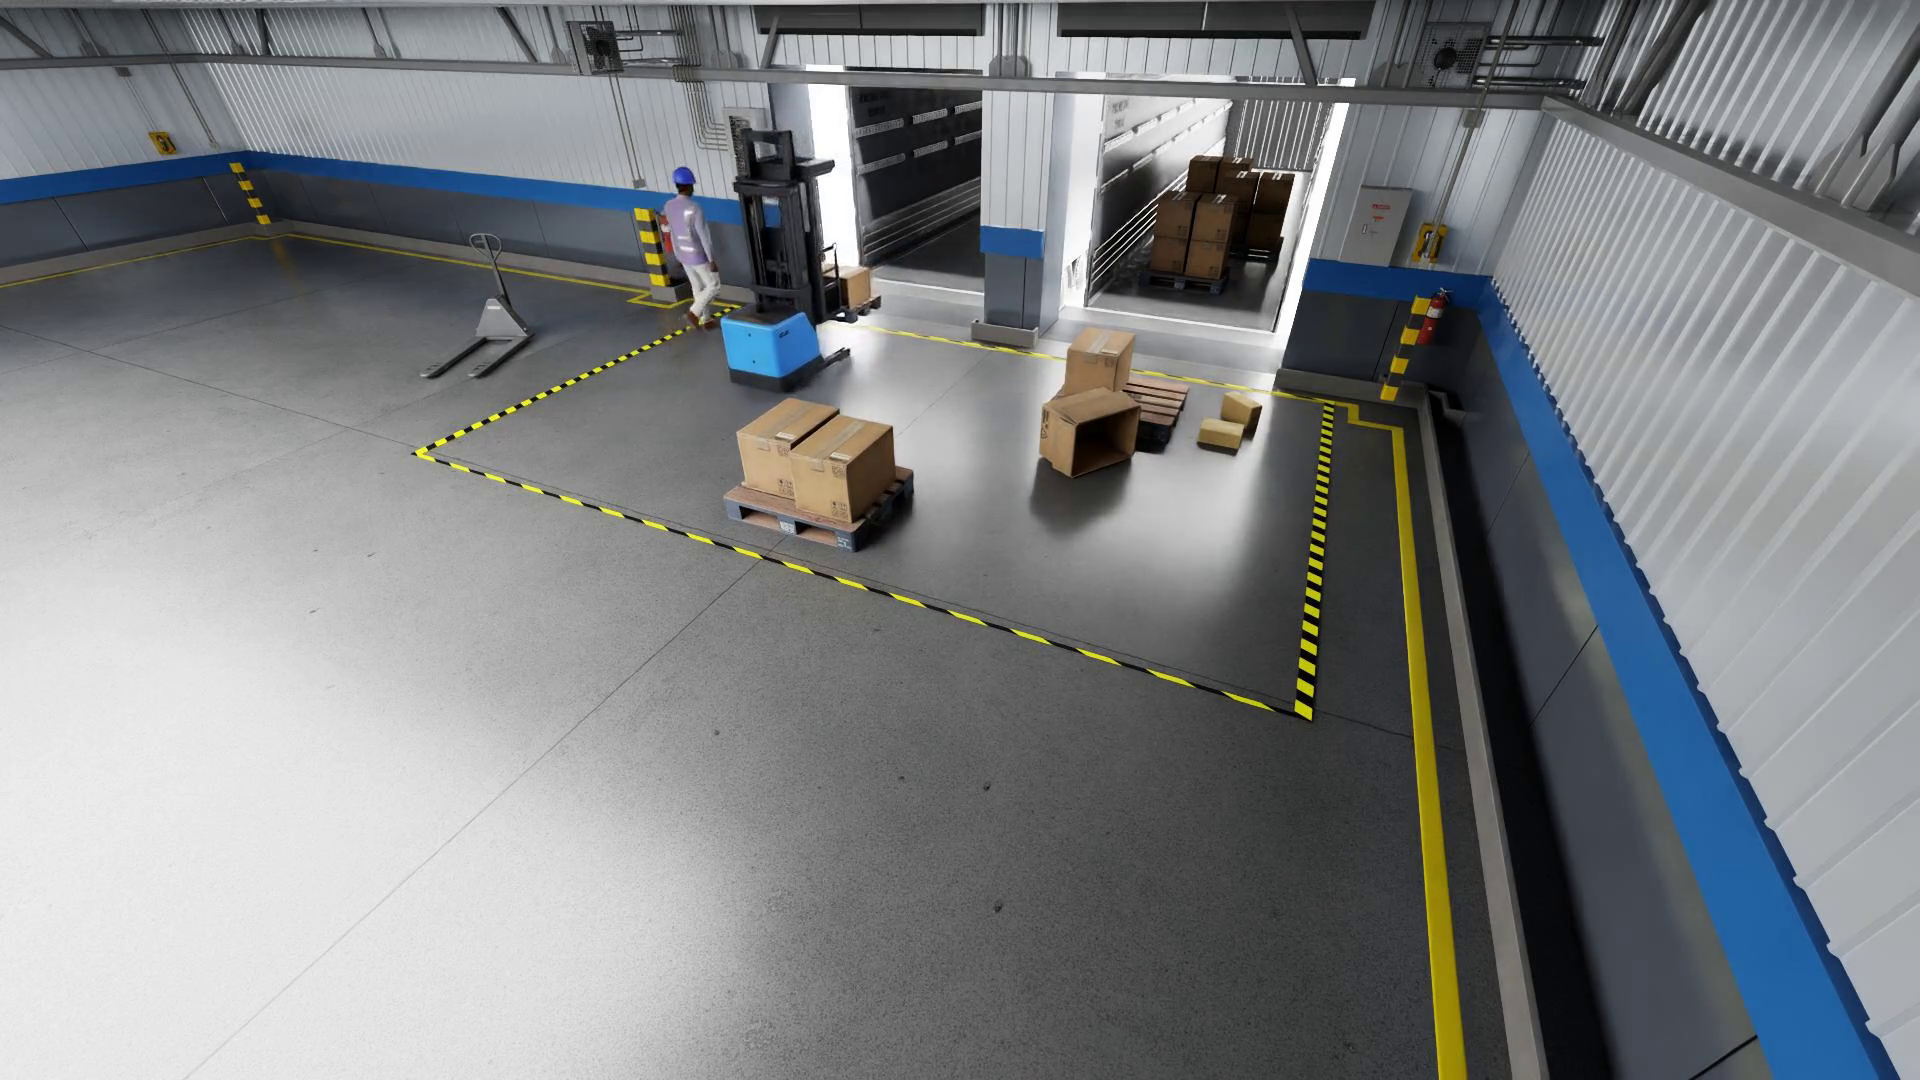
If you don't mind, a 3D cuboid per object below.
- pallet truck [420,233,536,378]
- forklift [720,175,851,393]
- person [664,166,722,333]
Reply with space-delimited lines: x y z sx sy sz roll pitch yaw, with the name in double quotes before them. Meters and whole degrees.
"pallet truck" -5.664 -2.712 8.427 0.680 1.201 1.601 0 35 -1
"forklift" -2.004 -2.642 7.637 0.716 2.013 0.776 15 38 20
"person" -3.221 -3.391 8.785 0.640 1.921 0.663 20 40 25
